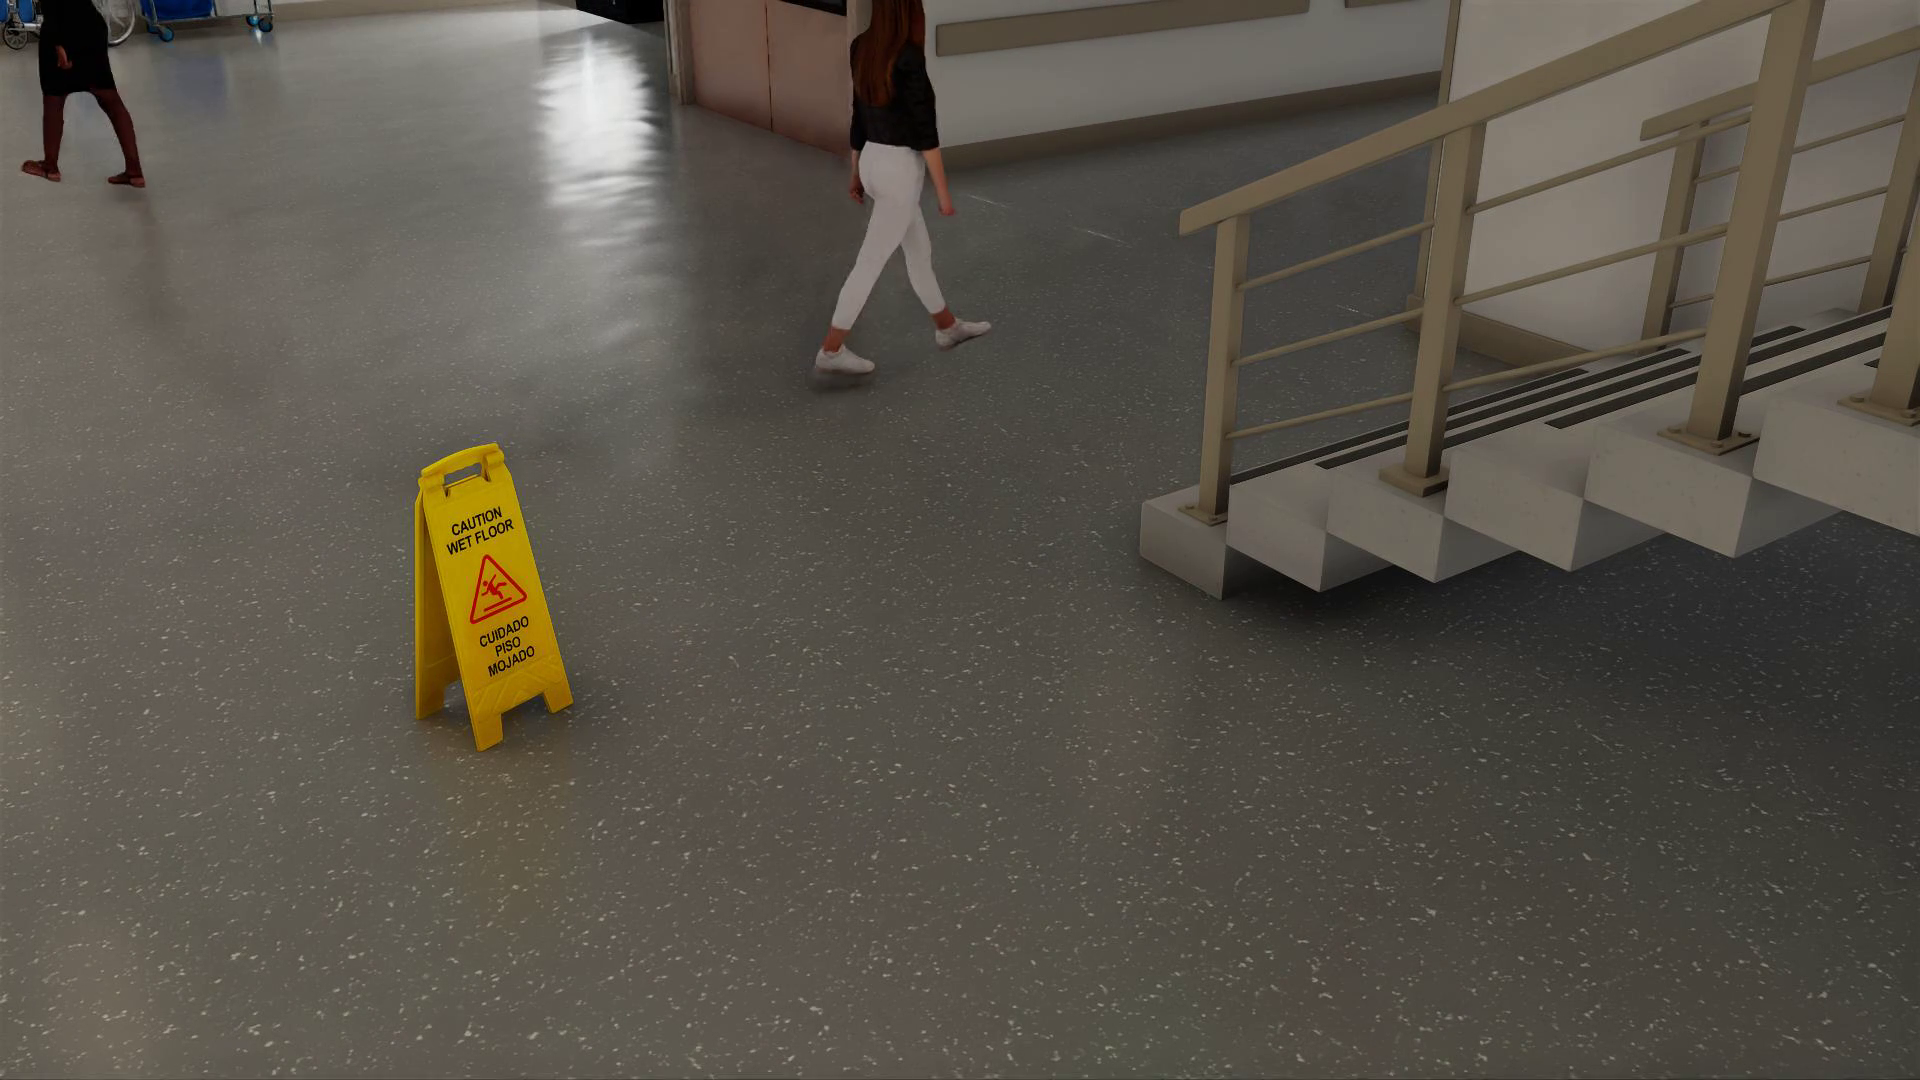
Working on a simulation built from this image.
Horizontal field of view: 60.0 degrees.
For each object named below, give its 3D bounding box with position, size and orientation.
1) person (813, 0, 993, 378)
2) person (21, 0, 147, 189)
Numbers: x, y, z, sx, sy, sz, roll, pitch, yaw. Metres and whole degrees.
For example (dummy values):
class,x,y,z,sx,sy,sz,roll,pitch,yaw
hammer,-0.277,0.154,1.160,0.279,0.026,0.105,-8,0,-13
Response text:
class,x,y,z,sx,sy,sz,roll,pitch,yaw
person,-0.340,-1.445,6.768,0.708,1.658,1.067,-15,30,-28
person,-5.079,-2.875,9.706,1.146,1.683,1.027,7,27,15
